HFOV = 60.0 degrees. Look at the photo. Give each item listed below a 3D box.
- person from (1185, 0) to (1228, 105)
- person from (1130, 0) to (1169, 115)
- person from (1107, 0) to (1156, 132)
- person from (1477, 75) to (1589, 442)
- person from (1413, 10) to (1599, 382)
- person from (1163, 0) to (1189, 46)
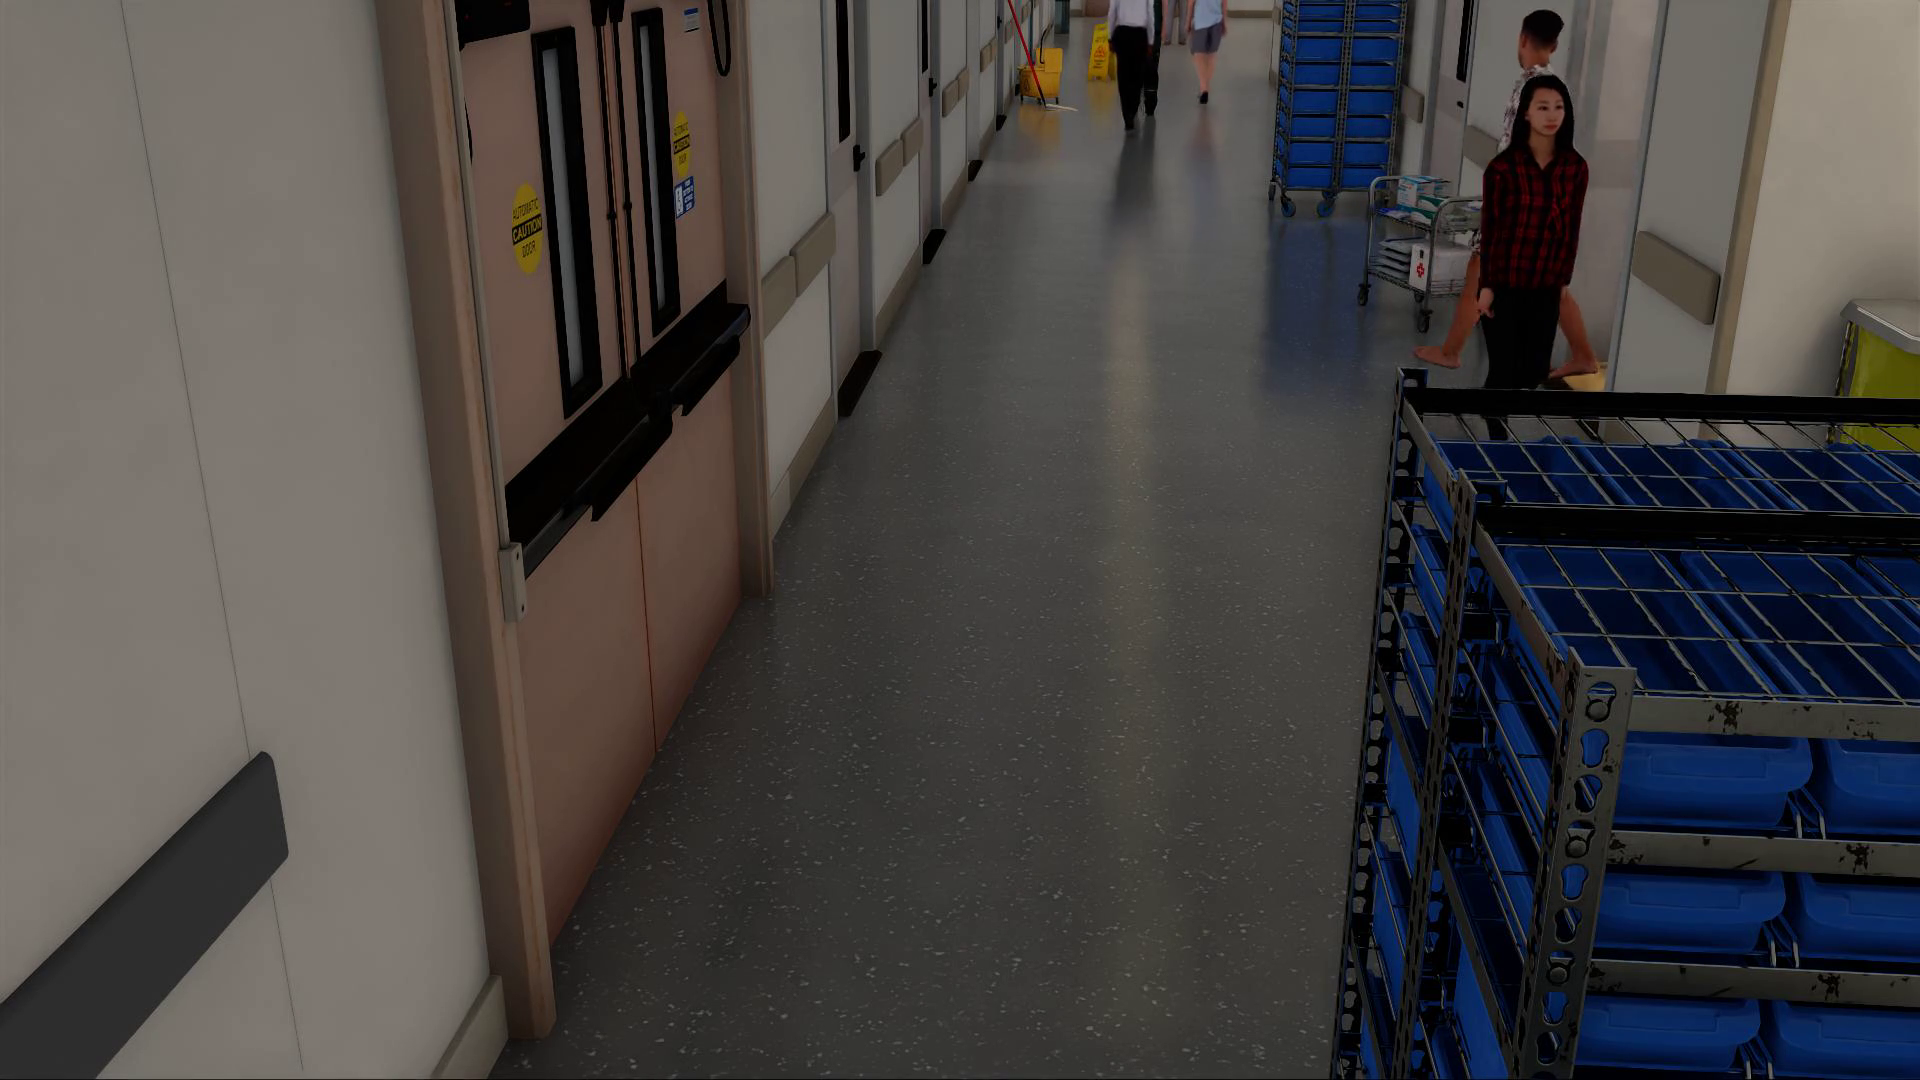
[{"bbox_3d":[3.001,-6.203,20.176,0.777,1.800,1.179,-2,21,-4],"label":"person"},{"bbox_3d":[2.149,-5.896,19.300,0.708,1.842,0.670,8,22,20],"label":"person"},{"bbox_3d":[1.785,-5.195,17.542,0.670,1.780,1.262,2,21,4],"label":"person"},{"bbox_3d":[2.247,-1.050,6.790,0.641,1.644,0.738,-2,21,-4],"label":"person"},{"bbox_3d":[2.875,-1.628,8.142,1.174,1.768,1.180,15,25,34],"label":"person"},{"bbox_3d":[3.849,-9.652,29.380,0.636,1.732,0.558,0,21,-1],"label":"person"}]
